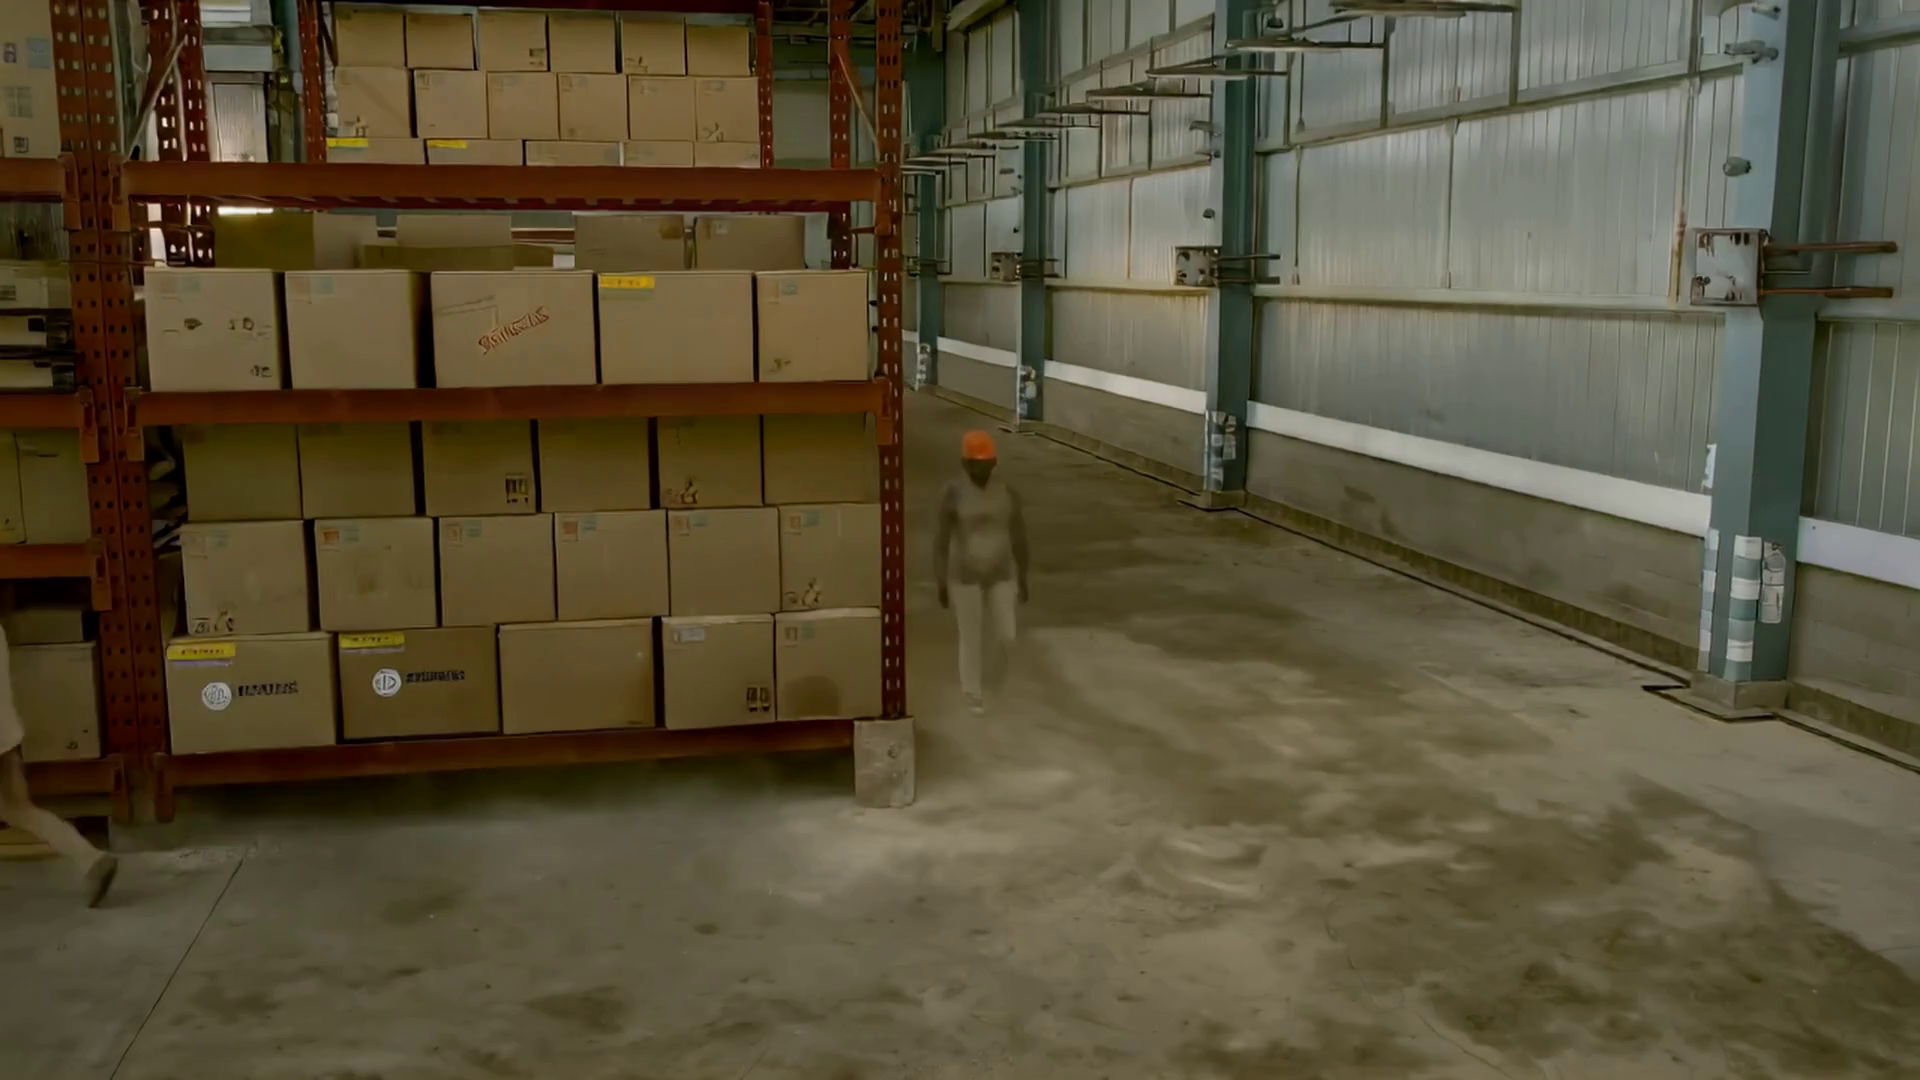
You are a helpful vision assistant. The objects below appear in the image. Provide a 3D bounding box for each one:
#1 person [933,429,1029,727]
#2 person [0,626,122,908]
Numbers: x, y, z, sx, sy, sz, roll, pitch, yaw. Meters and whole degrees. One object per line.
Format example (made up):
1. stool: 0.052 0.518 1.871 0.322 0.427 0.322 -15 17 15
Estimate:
1. person: 0.136 0.238 11.084 0.645 1.977 0.490 -2 10 -12
2. person: -4.369 0.929 7.630 0.795 1.739 0.532 -3 10 -17
